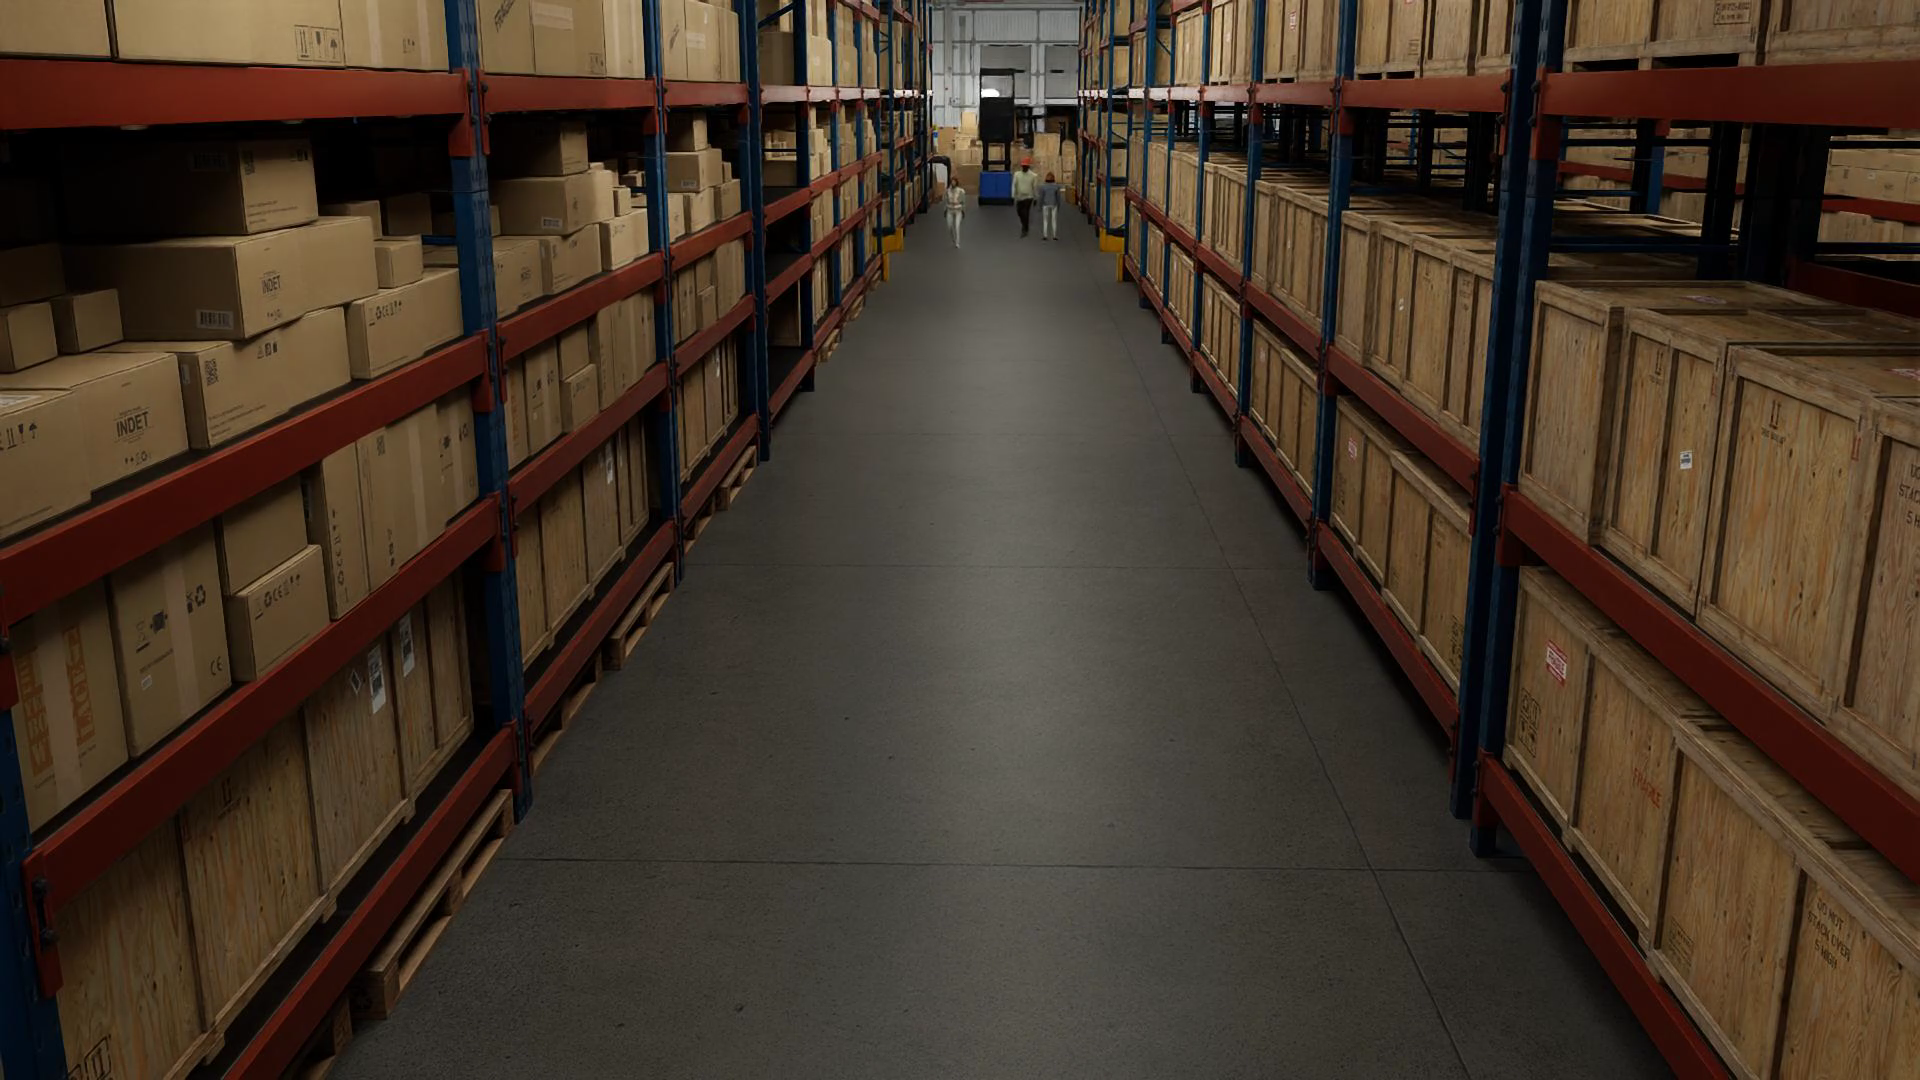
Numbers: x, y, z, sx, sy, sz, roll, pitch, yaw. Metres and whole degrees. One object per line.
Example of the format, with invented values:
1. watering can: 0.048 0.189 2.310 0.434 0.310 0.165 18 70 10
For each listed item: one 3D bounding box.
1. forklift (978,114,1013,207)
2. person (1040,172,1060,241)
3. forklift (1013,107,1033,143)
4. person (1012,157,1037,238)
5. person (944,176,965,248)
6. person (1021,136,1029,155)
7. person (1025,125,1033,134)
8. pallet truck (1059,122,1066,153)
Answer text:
1. forklift: 1.144 -11.882 51.999 1.129 2.768 1.873 0 15 2
2. person: 2.155 -7.995 39.905 0.502 1.631 0.286 1 15 5
3. forklift: 3.089 -19.873 81.734 1.129 2.768 1.873 -7 17 -26
4. person: 1.605 -8.461 41.012 0.623 1.967 0.809 5 16 17
5. person: -0.130 -7.498 38.076 0.520 1.626 0.363 3 15 12
6. person: 2.410 -14.414 63.293 0.802 1.900 0.598 -4 15 -13
7. person: 3.804 -21.653 90.258 1.000 1.890 0.561 8 17 26
8. pallet truck: 5.788 -21.111 88.014 1.885 1.965 0.823 5 16 18
